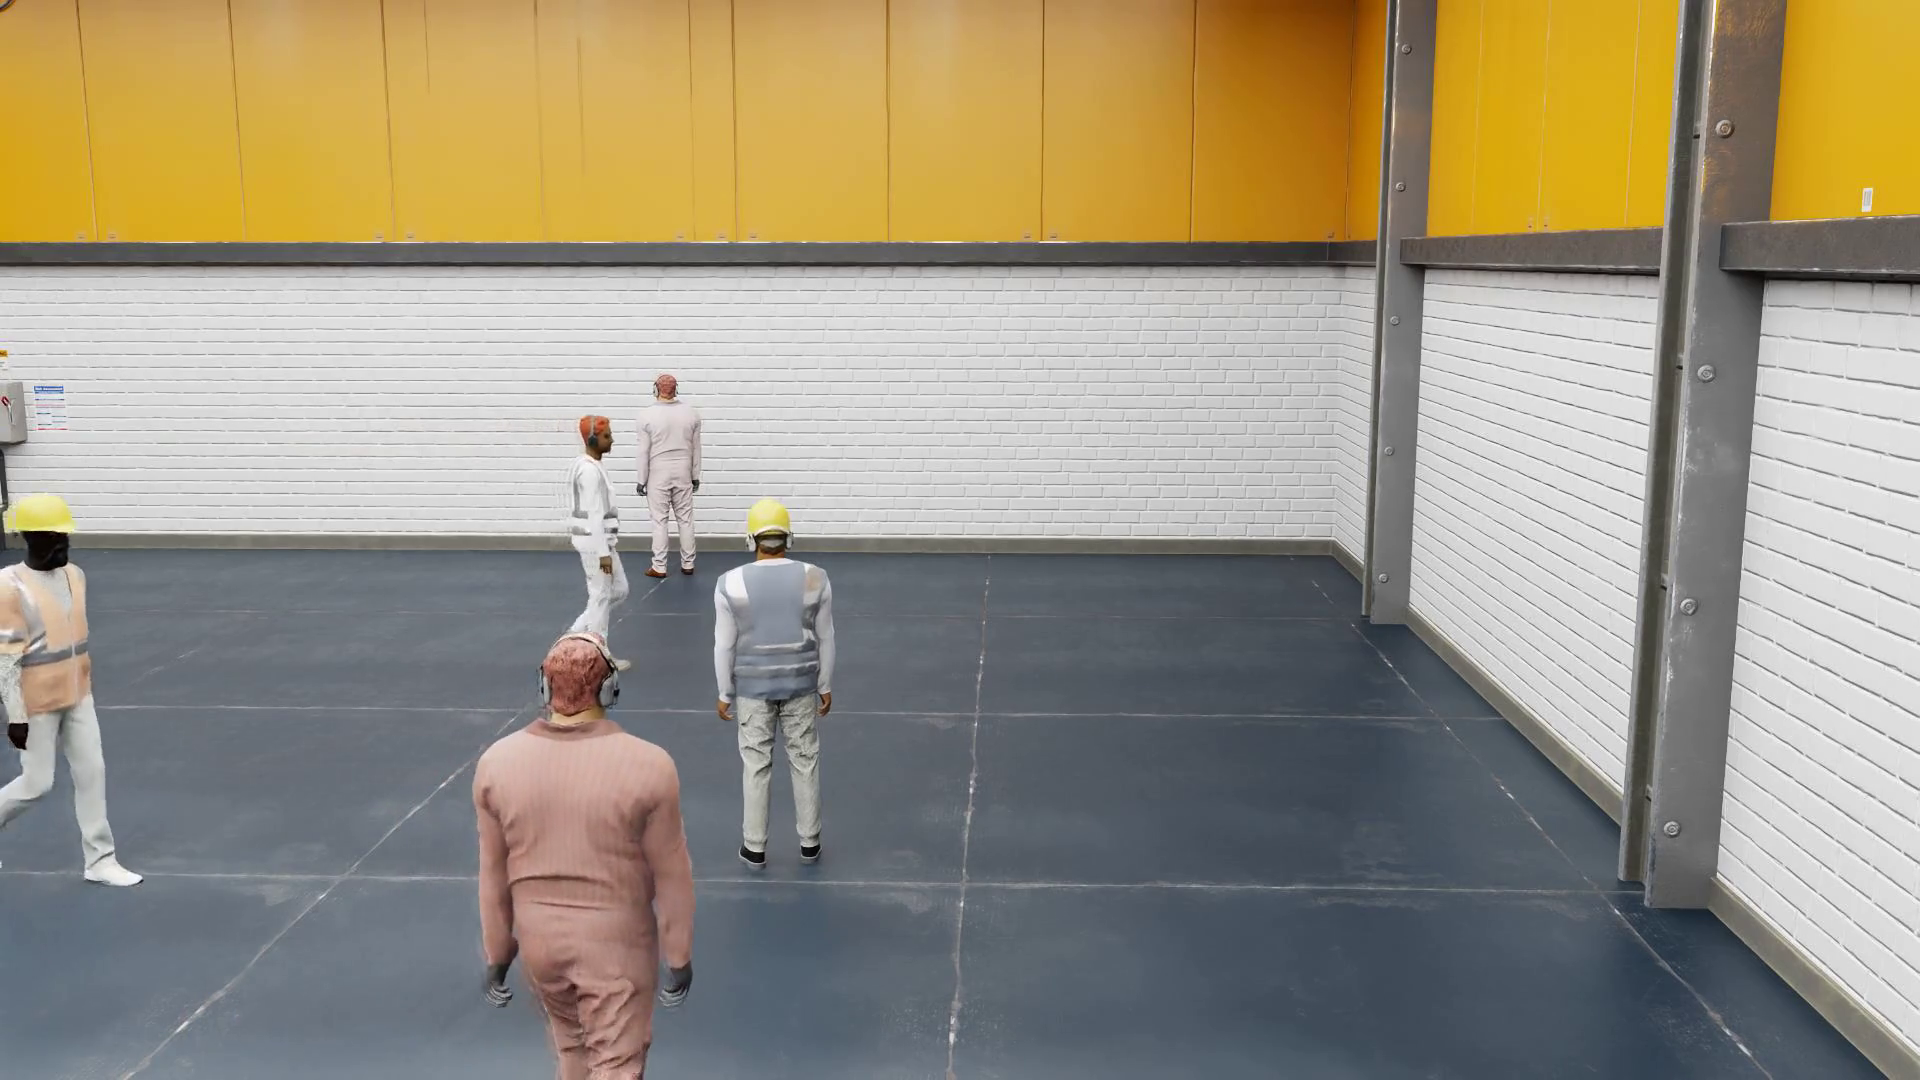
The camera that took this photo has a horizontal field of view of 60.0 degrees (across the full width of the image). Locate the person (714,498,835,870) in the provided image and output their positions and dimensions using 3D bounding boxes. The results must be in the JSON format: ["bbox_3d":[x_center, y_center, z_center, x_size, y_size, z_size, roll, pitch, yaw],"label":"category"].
[{"bbox_3d":[-0.905,0.703,8.141,0.586,1.831,0.403,-2,10,-14],"label":"person"}]

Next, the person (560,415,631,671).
[{"bbox_3d":[-2.600,0.034,11.937,0.438,1.870,0.584,-1,10,-5],"label":"person"}]

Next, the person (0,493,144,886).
[{"bbox_3d":[-4.339,0.715,7.849,0.789,1.907,0.596,2,10,13],"label":"person"}]

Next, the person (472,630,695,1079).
[{"bbox_3d":[-1.137,1.219,4.993,0.656,1.884,0.867,2,10,12],"label":"person"}]

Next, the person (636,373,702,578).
[{"bbox_3d":[-2.727,-0.598,15.534,0.649,1.907,0.409,-6,11,-32],"label":"person"}]
